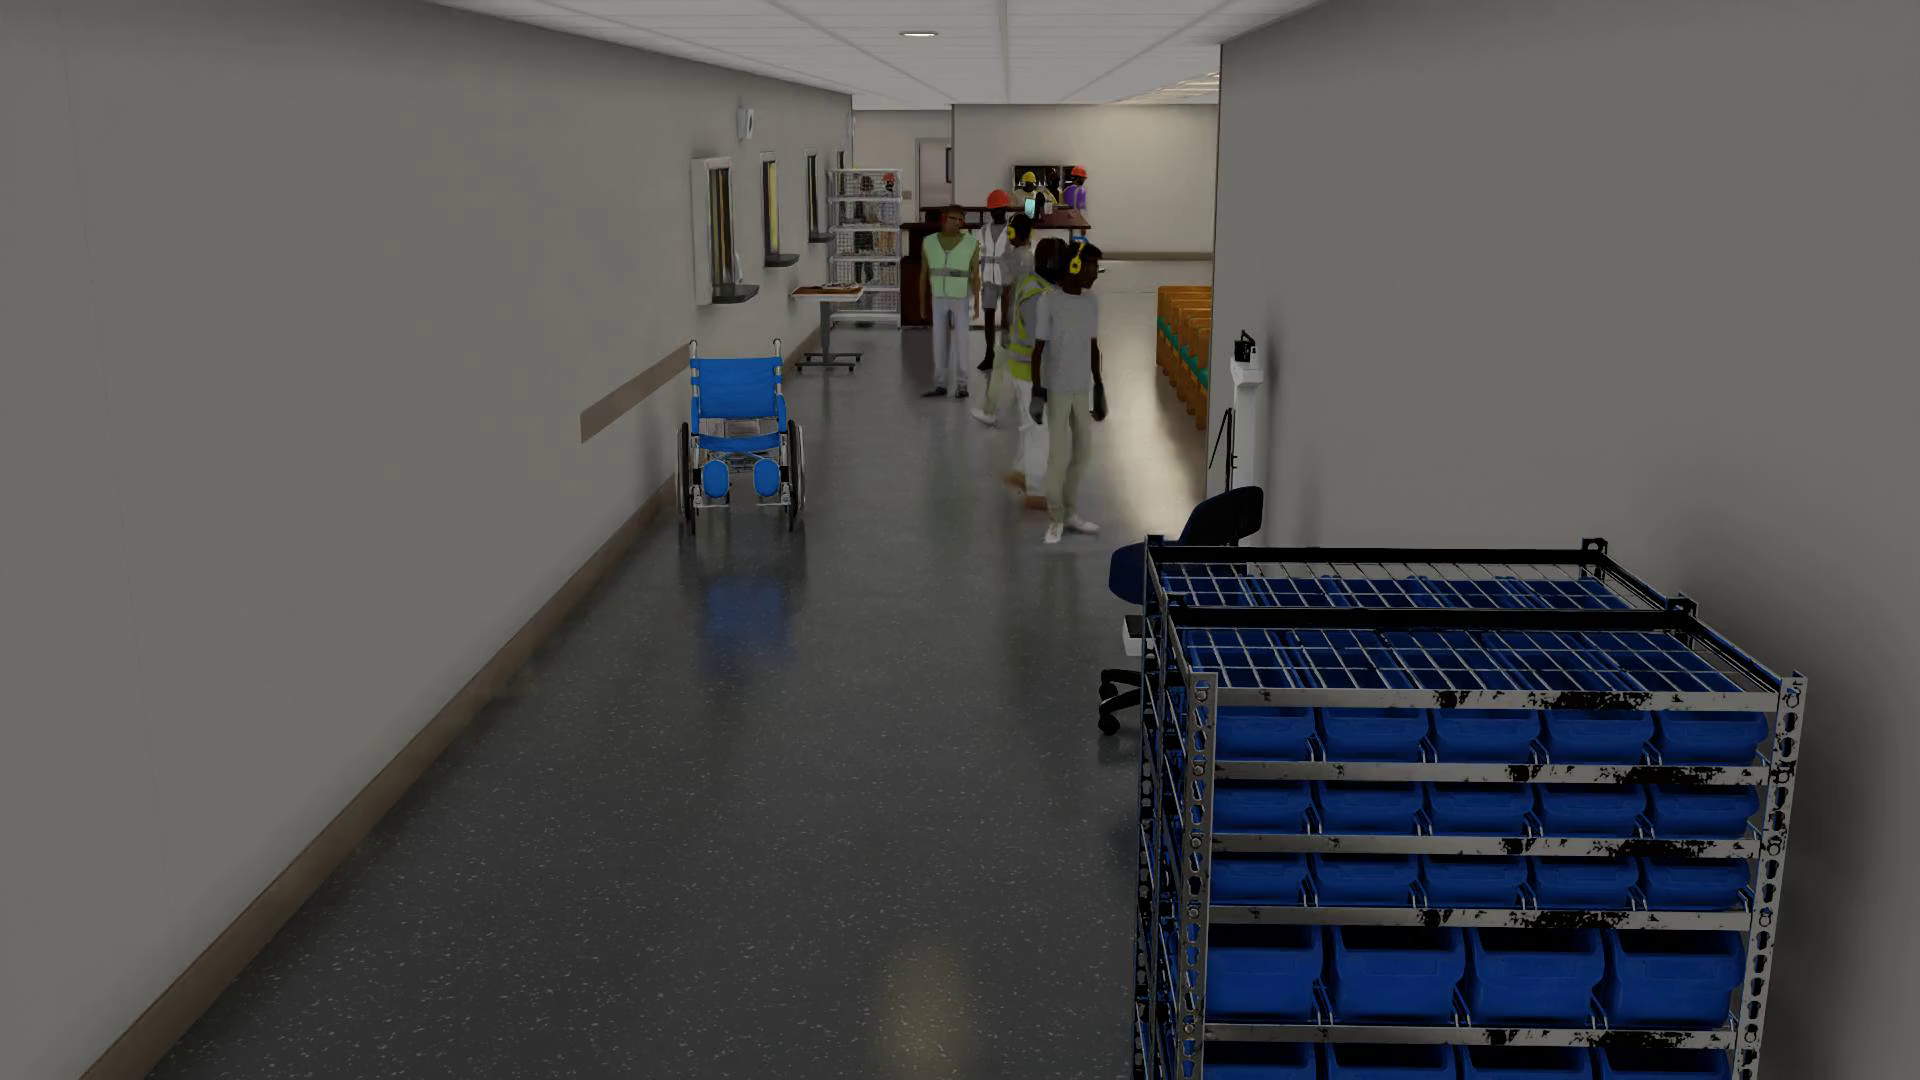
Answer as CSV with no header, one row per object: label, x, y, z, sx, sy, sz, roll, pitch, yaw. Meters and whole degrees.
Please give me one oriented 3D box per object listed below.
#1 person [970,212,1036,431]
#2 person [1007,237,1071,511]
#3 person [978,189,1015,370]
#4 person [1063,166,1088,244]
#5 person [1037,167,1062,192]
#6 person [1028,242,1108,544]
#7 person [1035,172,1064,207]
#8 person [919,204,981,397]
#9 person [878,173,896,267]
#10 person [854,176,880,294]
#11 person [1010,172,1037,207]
person,0.441,-1.844,14.141,0.516,1.833,0.887,-9,16,-32
person,0.549,-1.101,11.121,0.430,1.828,0.641,4,14,15
person,0.481,-2.813,17.929,0.551,1.913,0.821,8,16,30
person,1.955,-5.313,28.023,0.385,1.928,0.547,-9,17,-33
person,1.620,-5.734,29.852,0.526,1.871,0.324,6,15,24
person,0.641,-0.902,10.311,0.602,1.851,0.365,-9,17,-34
person,1.544,-5.264,28.038,0.624,1.833,0.431,-12,18,-40
person,-0.087,-2.282,15.934,0.616,1.829,0.430,3,14,13
person,-1.329,-6.016,31.232,0.327,1.753,0.562,12,18,40
person,-1.484,-4.783,26.109,0.583,1.824,0.417,8,16,29
person,1.150,-5.427,28.710,0.592,1.826,0.404,-7,16,-27
